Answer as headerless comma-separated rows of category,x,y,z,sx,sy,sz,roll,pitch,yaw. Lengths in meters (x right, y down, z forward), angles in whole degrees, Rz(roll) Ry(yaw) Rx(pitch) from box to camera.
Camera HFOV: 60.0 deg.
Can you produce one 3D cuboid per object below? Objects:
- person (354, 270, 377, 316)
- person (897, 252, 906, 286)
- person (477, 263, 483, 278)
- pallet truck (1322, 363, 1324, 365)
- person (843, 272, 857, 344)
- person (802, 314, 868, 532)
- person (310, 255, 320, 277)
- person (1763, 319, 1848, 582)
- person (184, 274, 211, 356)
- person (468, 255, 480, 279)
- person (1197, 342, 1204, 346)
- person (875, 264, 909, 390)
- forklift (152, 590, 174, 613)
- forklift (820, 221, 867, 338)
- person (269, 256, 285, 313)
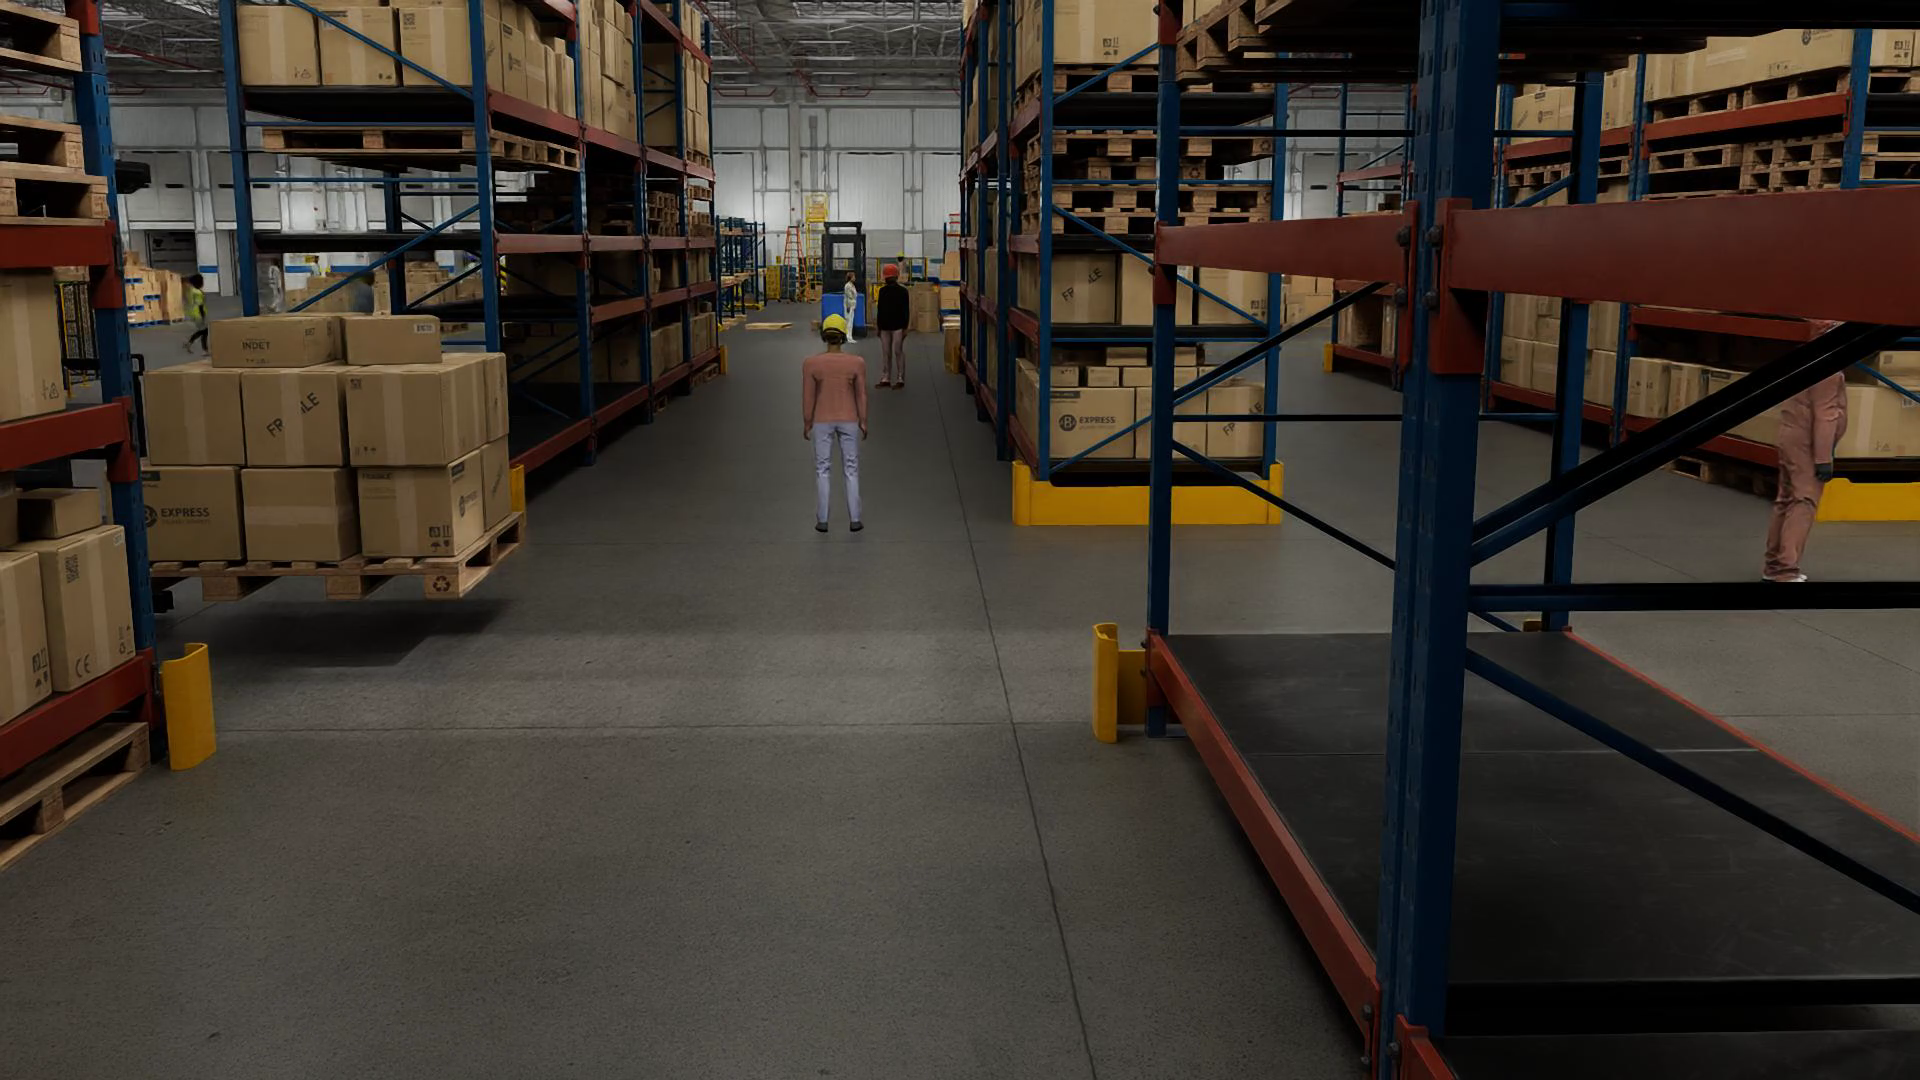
person,-10.021,-3.612,27.989,0.520,1.895,0.662,-4,11,-20
person,-2.305,-10.309,65.213,0.386,1.922,0.594,0,10,3
person,-16.718,-9.126,58.645,0.583,1.921,0.390,-5,12,-28
pallet truck,7.712,-4.157,30.737,1.885,1.965,0.823,3,11,16
person,-2.540,-5.366,38.466,0.315,1.641,0.515,2,10,12
person,-1.010,-0.943,13.478,0.533,1.767,0.327,-1,10,-5
person,-24.939,-10.106,64.312,0.783,1.850,0.516,4,11,24
person,5.745,-0.598,11.230,0.409,1.895,0.659,2,10,11
person,-15.609,-4.591,34.034,0.462,1.682,0.551,-9,14,-42
person,-16.817,-8.900,57.401,0.904,1.919,0.620,-8,13,-37
person,4.923,-5.099,36.301,1.002,1.898,0.646,-5,11,-24
person,-1.088,-3.388,26.489,0.608,1.986,0.389,7,12,35
forklift,-5.858,-0.811,9.639,1.873,2.768,1.129,-1,10,-3
forklift,-2.836,-6.344,40.460,1.129,2.768,1.873,0,10,-2
person,-21.680,-8.045,52.740,0.438,1.874,0.611,-7,13,-35
